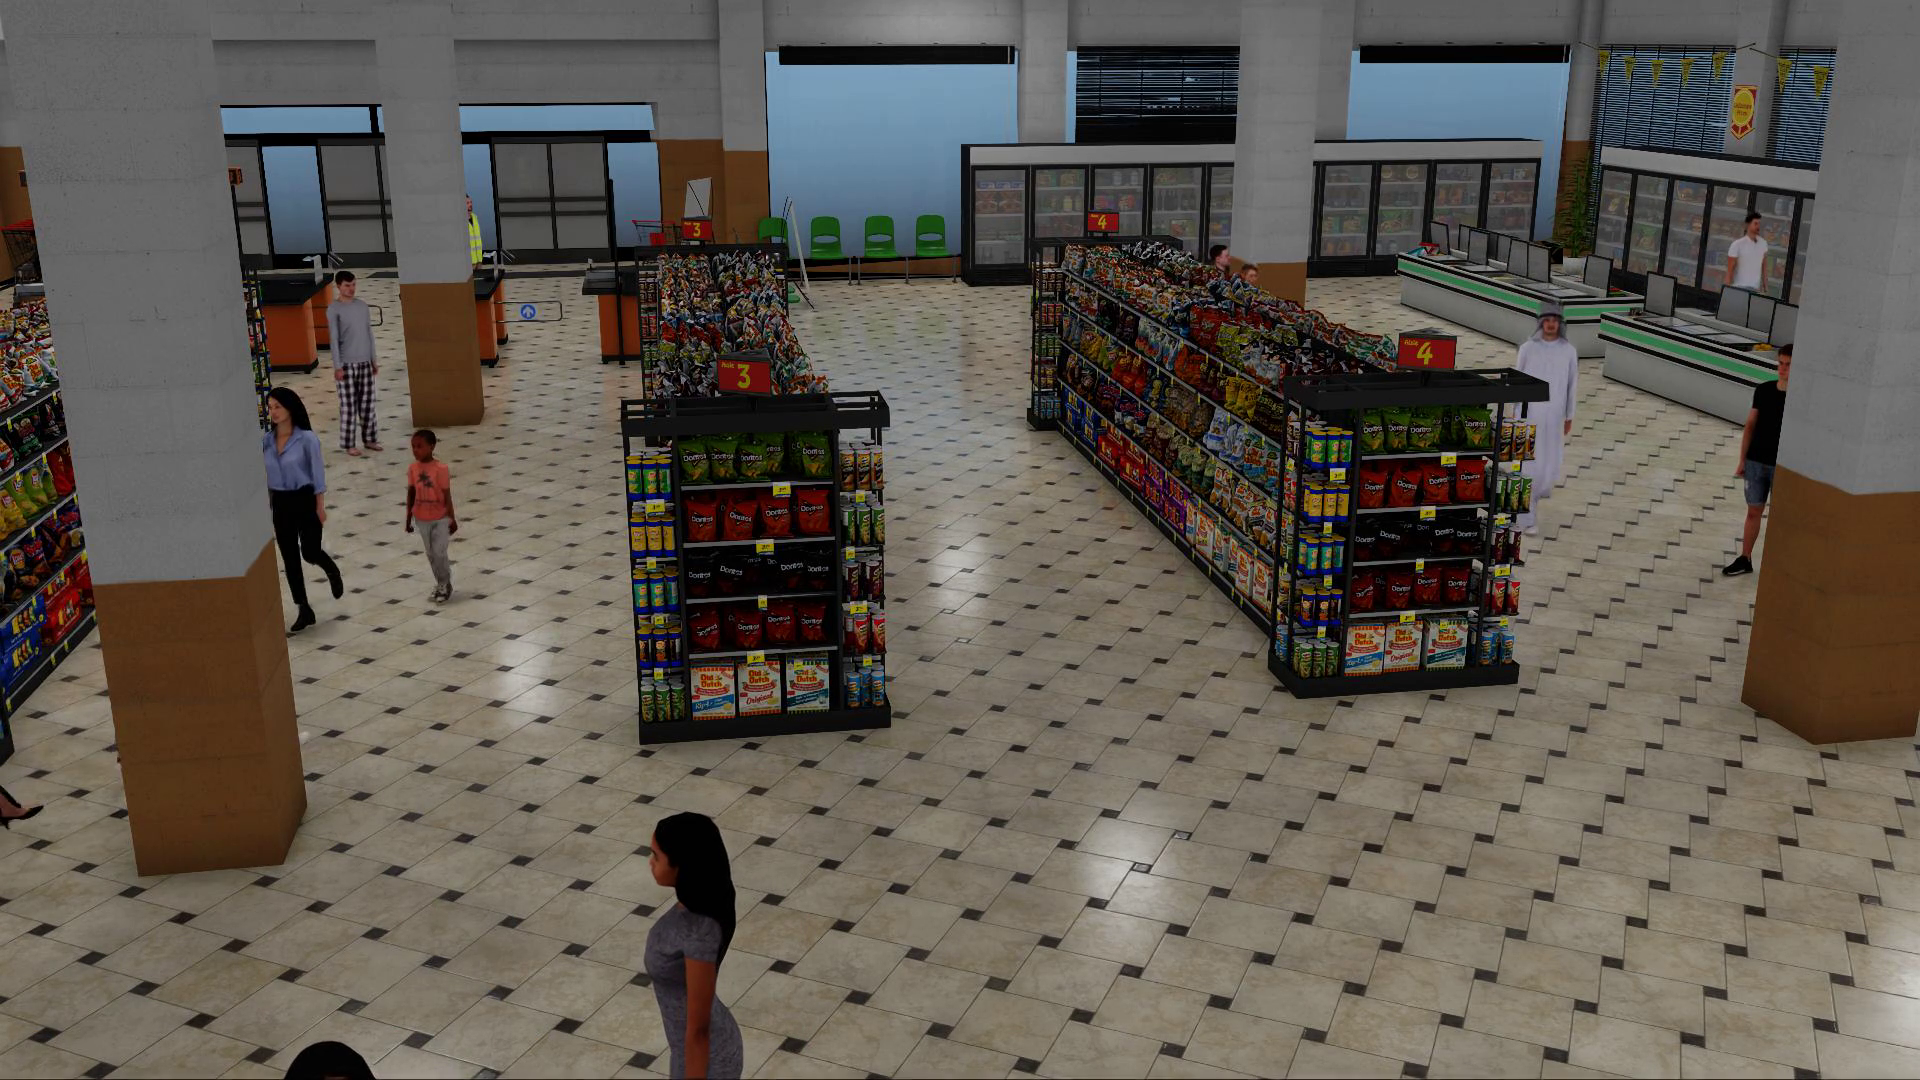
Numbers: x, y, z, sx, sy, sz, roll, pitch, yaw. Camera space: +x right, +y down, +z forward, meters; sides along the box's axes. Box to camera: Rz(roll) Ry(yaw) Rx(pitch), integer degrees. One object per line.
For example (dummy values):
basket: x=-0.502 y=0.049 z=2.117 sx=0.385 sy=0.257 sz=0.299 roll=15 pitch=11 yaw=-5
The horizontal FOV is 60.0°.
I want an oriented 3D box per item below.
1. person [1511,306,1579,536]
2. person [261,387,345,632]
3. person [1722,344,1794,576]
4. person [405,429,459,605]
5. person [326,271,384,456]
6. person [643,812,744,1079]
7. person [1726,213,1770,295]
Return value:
person: x=4.924 y=-1.037 z=14.135 sx=0.915 sy=1.906 sz=1.130 roll=3 pitch=17 yaw=11
person: x=-4.642 y=-0.229 z=11.777 sx=0.793 sy=1.729 sz=0.902 roll=2 pitch=17 yaw=8
person: x=6.270 y=-0.599 z=12.795 sx=0.808 sy=1.846 sz=0.685 roll=-14 pitch=22 yaw=-39
person: x=-3.893 y=-0.197 z=12.406 sx=0.593 sy=1.302 sz=0.630 roll=5 pitch=18 yaw=15
person: x=-6.096 y=-1.789 z=16.718 sx=0.750 sy=1.844 sz=0.695 roll=12 pitch=21 yaw=34
person: x=-0.810 y=1.701 z=5.337 sx=0.641 sy=1.778 sz=0.442 roll=-3 pitch=17 yaw=-8
person: x=10.301 y=-3.346 z=21.911 sx=0.739 sy=1.805 sz=1.209 roll=-4 pitch=17 yaw=-14
